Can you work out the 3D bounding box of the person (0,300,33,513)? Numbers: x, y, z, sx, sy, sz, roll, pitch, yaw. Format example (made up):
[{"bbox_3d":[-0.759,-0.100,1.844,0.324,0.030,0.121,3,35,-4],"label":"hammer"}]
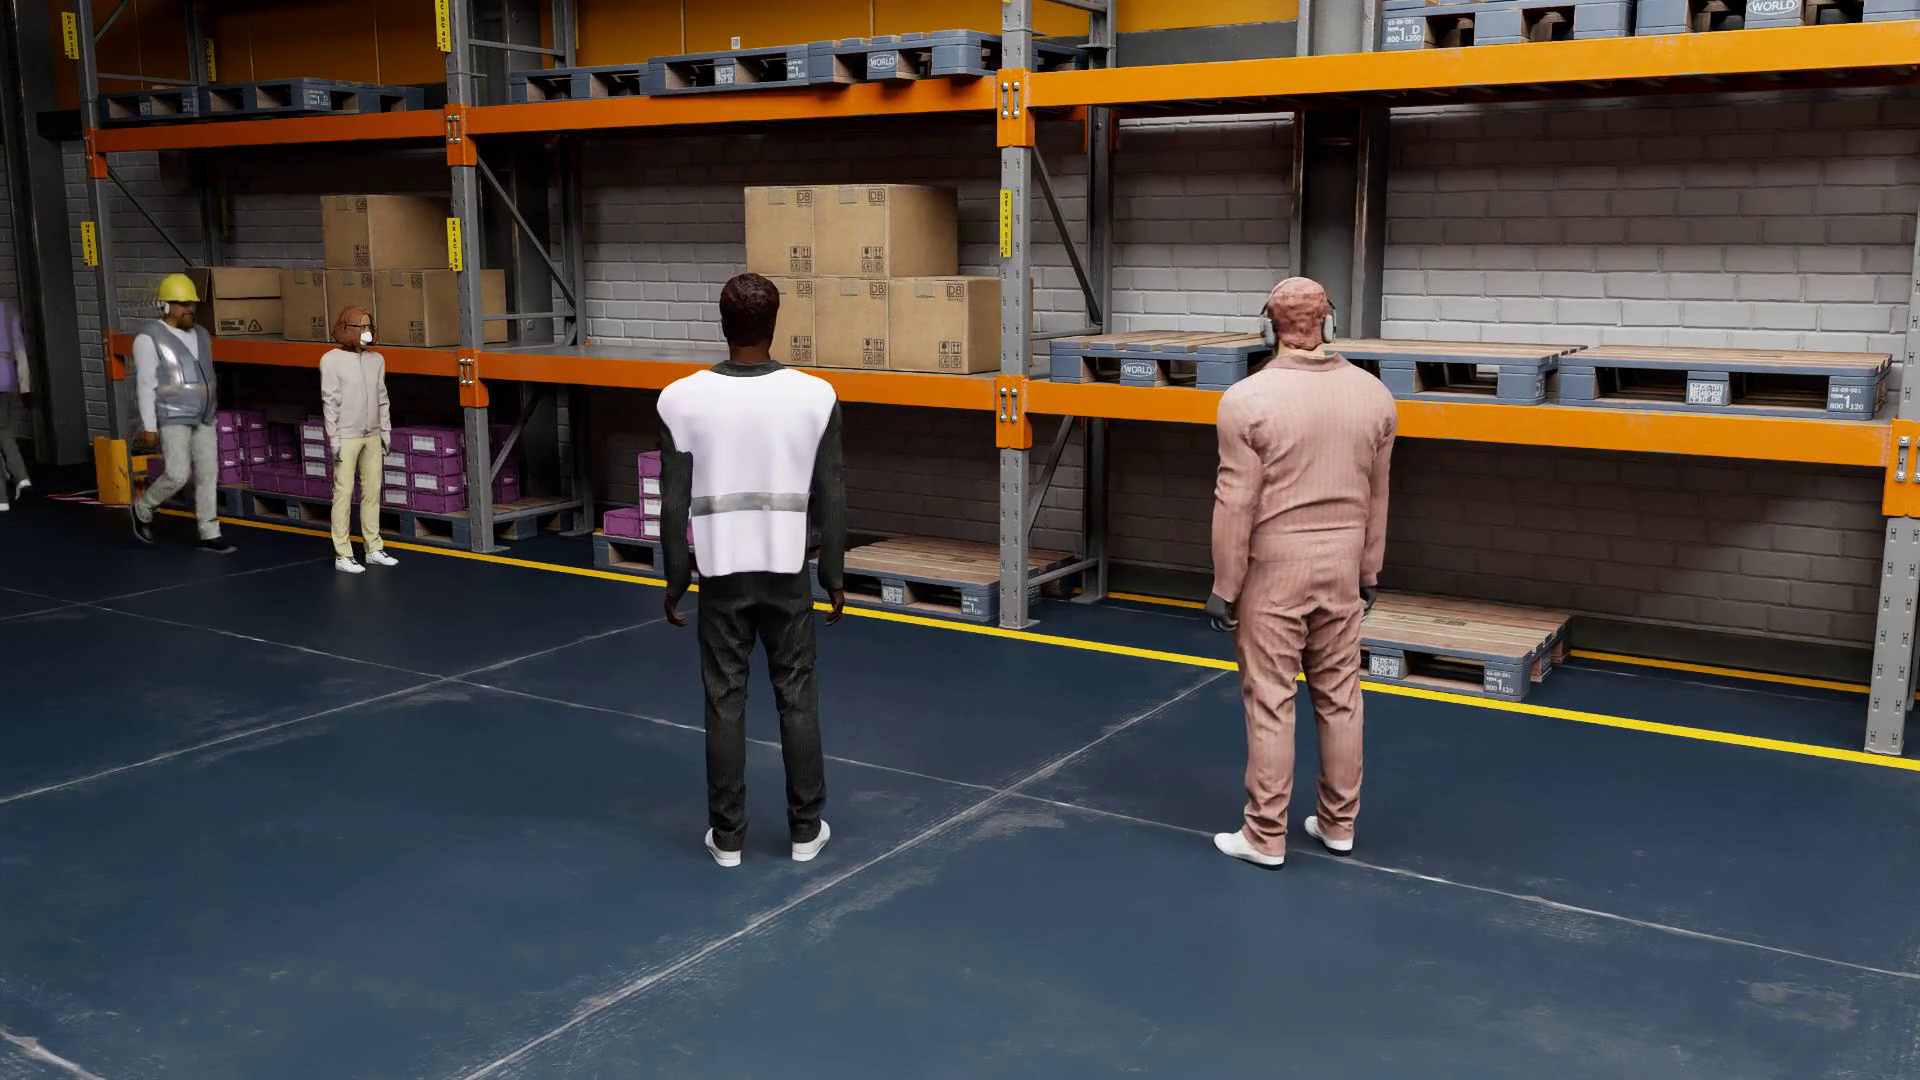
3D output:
[{"bbox_3d":[-7.276,-1.147,12.388,0.493,1.901,0.594,5,12,28],"label":"person"}]

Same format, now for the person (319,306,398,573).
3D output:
[{"bbox_3d":[-3.696,-0.619,10.216,0.277,1.629,0.497,5,12,28],"label":"person"}]

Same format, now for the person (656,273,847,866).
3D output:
[{"bbox_3d":[-0.662,0.108,5.373,0.595,1.917,0.373,-1,10,-8],"label":"person"}]

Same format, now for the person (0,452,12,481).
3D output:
[{"bbox_3d":[-8.244,-1.400,13.863,0.538,1.869,0.313,-6,12,-28],"label":"person"}]

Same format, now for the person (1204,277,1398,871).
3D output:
[{"bbox_3d":[1.072,0.112,5.391,0.643,1.905,0.399,-4,11,-21],"label":"person"}]

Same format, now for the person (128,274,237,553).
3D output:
[{"bbox_3d":[-5.051,-0.803,10.723,0.612,1.816,0.598,3,11,19],"label":"person"}]
